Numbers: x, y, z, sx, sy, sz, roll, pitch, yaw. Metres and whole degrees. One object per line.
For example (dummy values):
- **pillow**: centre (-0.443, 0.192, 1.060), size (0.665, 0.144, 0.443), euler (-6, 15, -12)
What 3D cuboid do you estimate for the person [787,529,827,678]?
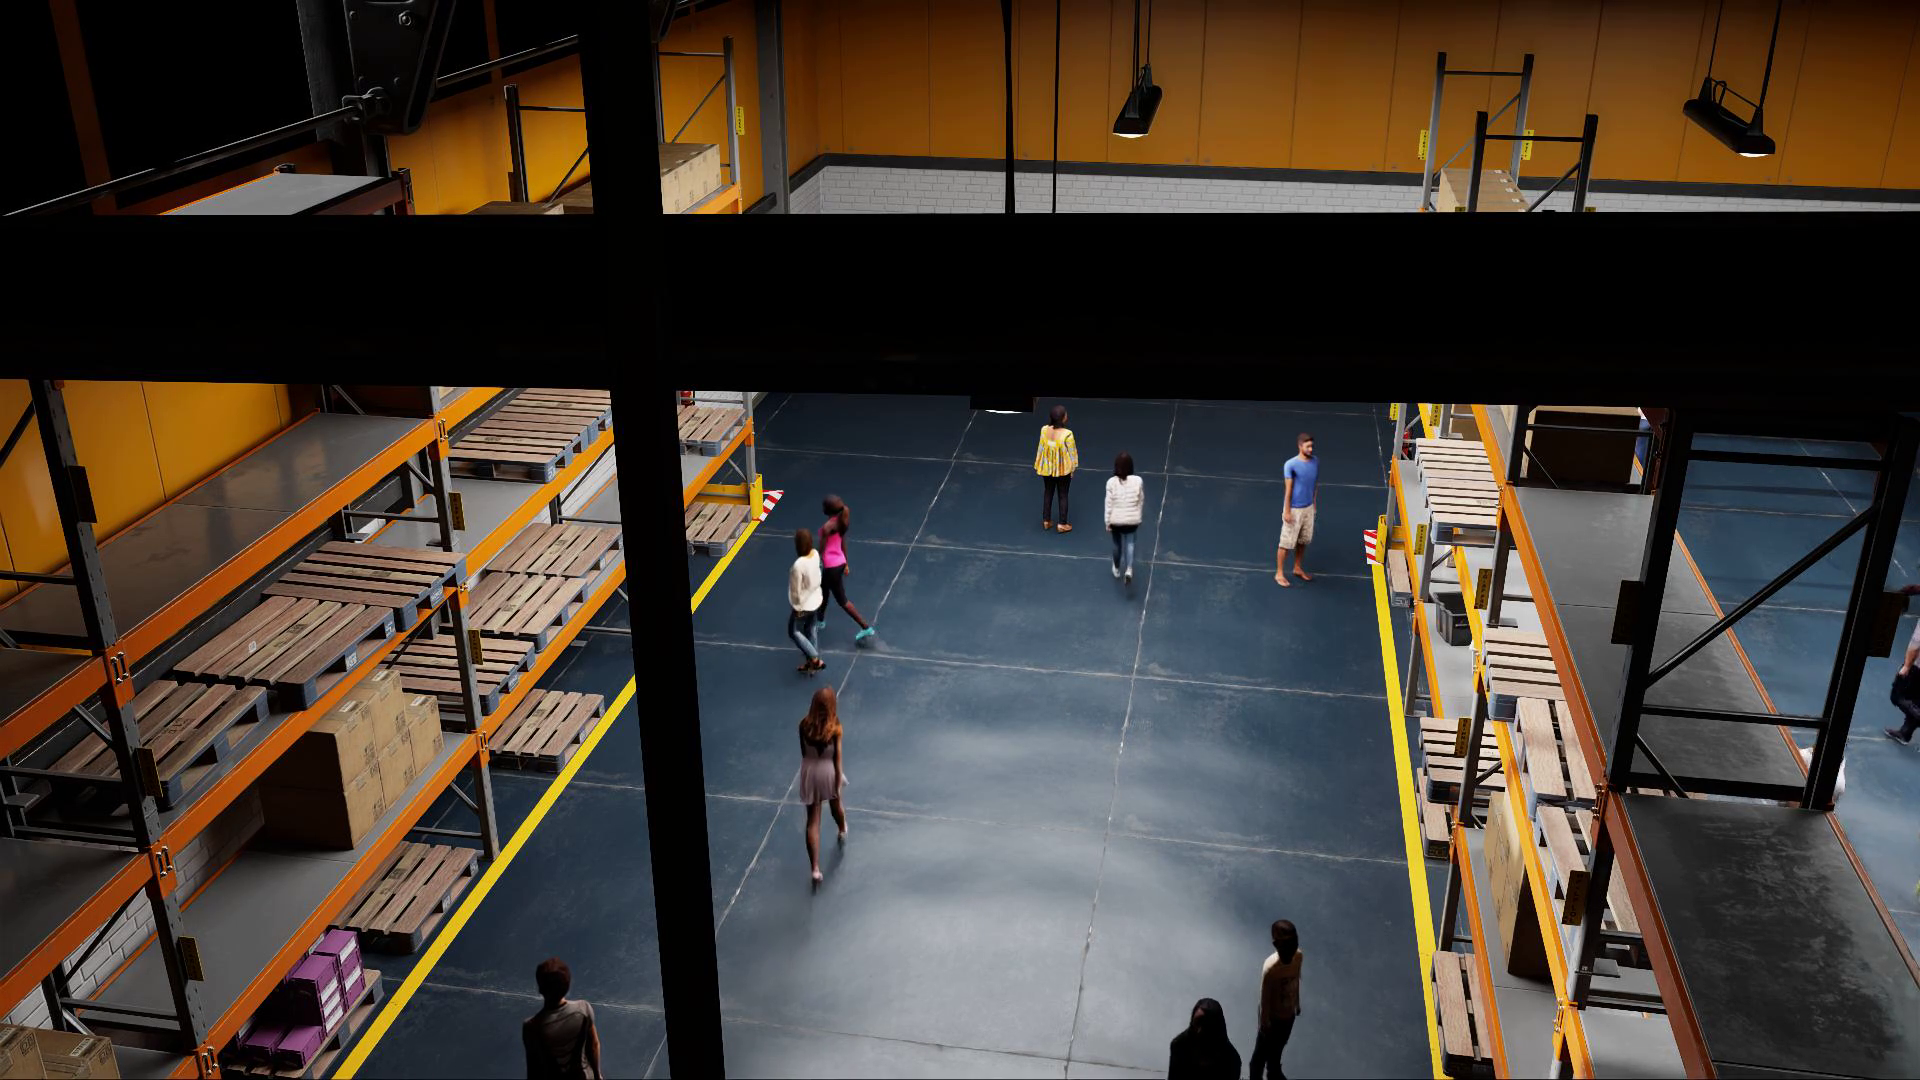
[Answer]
- **person**: centre (-1.530, 0.668, 17.319), size (0.782, 1.673, 0.684), euler (12, 26, 26)

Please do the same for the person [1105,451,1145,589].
- **person**: centre (1.935, -0.224, 19.427), size (0.699, 1.619, 0.985), euler (0, 24, 0)

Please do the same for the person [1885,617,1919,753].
- **person**: centre (9.282, 1.208, 15.889), size (0.932, 1.828, 1.027), euler (-10, 26, -22)

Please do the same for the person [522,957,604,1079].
- **person**: centre (-2.511, 3.482, 10.605), size (0.722, 1.894, 0.767), euler (-14, 27, -29)

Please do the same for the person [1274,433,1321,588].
- **person**: centre (3.973, -0.392, 19.507), size (0.730, 1.862, 0.762), euler (-12, 26, -26)

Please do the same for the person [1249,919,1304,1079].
- **person**: centre (2.214, 3.278, 11.610), size (0.610, 1.463, 0.691), euler (-20, 30, -38)

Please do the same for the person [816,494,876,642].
- **person**: centre (-1.293, 0.339, 18.060), size (0.773, 1.682, 1.130), euler (9, 25, 20)

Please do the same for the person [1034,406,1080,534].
- **person**: centre (1.219, -0.896, 20.920), size (0.849, 1.654, 0.895), euler (16, 28, 31)

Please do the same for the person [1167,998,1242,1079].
- **person**: centre (1.564, 3.599, 10.562), size (0.751, 1.714, 0.902), euler (11, 26, 23)

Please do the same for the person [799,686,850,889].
- **person**: centre (-1.195, 2.108, 13.966), size (0.564, 1.720, 1.105), euler (3, 24, 6)
